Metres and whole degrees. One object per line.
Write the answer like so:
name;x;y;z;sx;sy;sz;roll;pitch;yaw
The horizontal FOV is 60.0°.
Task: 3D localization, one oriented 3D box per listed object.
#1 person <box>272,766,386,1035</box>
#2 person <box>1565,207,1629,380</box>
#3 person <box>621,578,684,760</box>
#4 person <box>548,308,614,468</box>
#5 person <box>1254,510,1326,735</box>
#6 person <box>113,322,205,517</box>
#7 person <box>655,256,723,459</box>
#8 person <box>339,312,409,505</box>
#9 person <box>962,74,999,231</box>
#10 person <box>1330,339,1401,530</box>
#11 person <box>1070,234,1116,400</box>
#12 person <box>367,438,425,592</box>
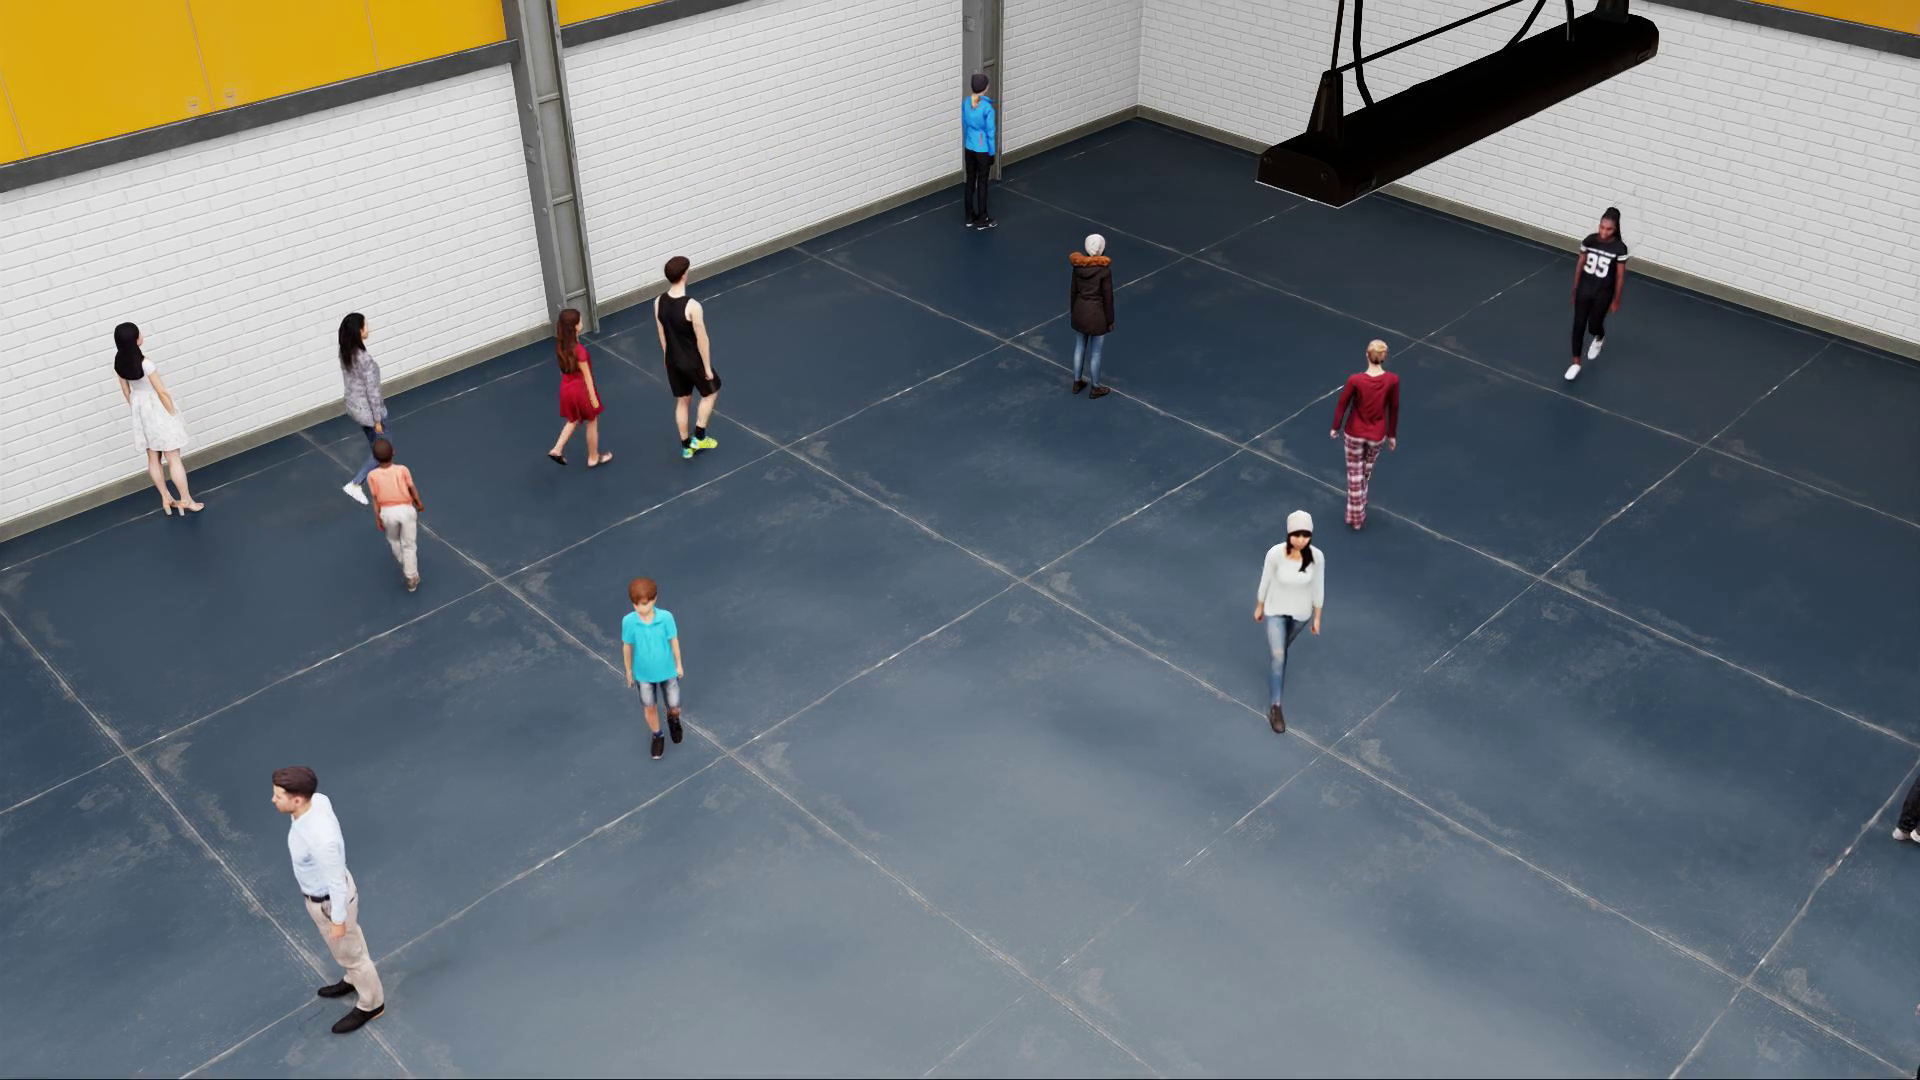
person;-3.532;1.987;9.307;0.677;1.845;0.709;-18;37;-25
person;6.137;-2.405;16.034;0.673;1.713;0.877;24;40;31
person;-2.088;0.833;11.410;0.653;1.439;0.718;-3;34;-5
person;-3.378;-1.275;14.491;0.562;1.539;0.802;27;42;35
person;2.323;0.470;11.812;1.090;1.599;1.155;1;34;1
person;-6.717;-1.005;13.872;0.760;1.774;0.786;10;35;14
person;-2.443;-1.542;14.585;0.795;1.880;0.751;15;36;21
person;-5.079;-1.066;14.022;0.691;1.710;0.880;26;41;33
person;0.204;-4.446;19.030;0.606;1.795;0.498;28;43;36
person;3.365;-0.846;13.717;0.898;1.682;0.954;-2;34;-4
person;1.234;-2.120;15.676;0.665;1.634;0.641;22;39;29
person;-4.420;-0.177;13.063;0.778;1.292;0.787;-5;34;-8
